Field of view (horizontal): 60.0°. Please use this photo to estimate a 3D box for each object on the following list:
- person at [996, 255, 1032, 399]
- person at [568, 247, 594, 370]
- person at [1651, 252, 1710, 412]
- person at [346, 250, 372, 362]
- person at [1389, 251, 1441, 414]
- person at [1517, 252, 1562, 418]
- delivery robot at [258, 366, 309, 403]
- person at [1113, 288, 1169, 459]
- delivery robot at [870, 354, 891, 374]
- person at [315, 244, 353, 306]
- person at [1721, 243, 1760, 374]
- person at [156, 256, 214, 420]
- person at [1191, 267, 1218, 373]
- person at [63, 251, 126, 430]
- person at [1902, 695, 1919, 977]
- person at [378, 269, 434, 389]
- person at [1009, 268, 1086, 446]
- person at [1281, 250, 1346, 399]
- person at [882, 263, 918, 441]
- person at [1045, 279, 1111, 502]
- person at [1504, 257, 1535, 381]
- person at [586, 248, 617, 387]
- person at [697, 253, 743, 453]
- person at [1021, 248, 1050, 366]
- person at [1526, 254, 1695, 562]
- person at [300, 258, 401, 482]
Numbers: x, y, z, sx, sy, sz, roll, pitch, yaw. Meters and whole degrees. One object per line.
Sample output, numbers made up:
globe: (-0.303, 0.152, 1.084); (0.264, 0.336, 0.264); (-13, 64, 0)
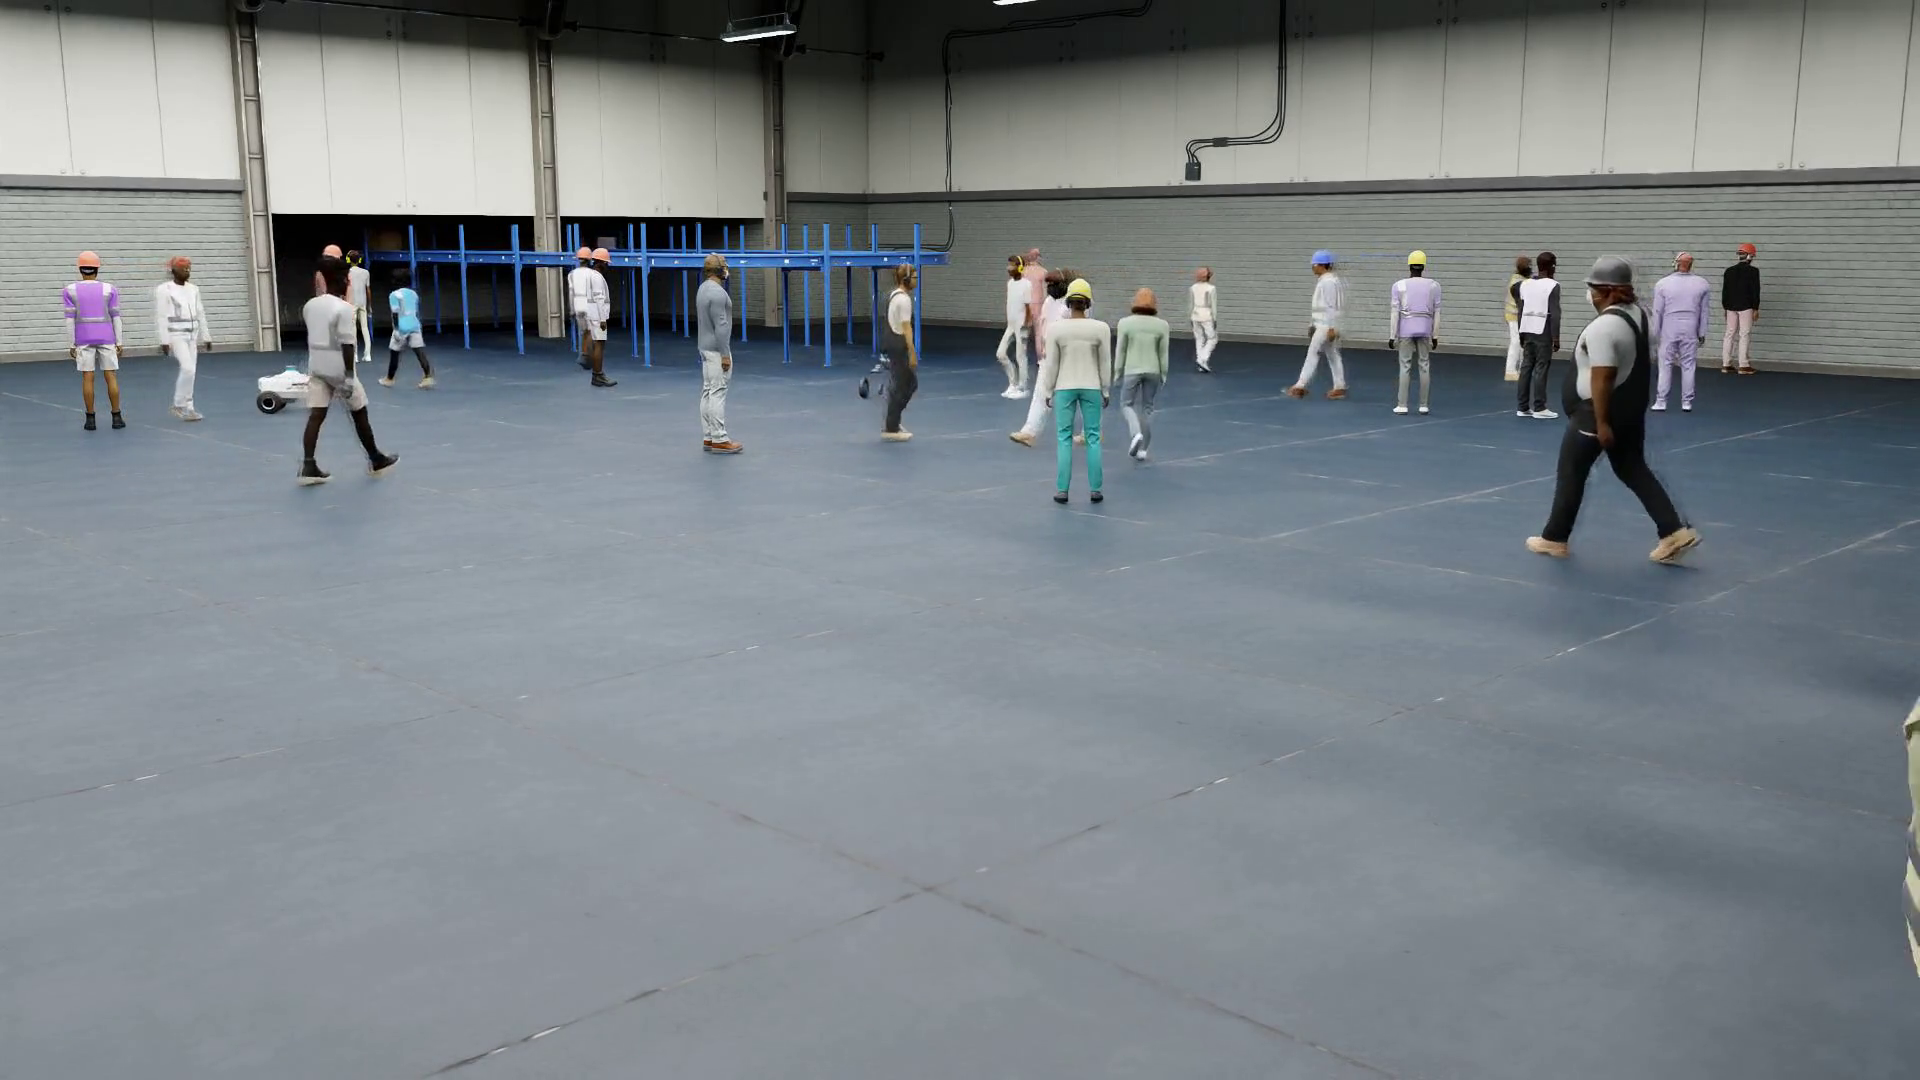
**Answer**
person: (0.705, -2.753, 21.541); (0.470, 1.853, 0.569); (-7, 12, -32)
person: (-5.973, -3.690, 26.516); (0.547, 1.955, 0.498); (4, 11, 21)
person: (8.643, -2.501, 20.018); (0.651, 1.912, 0.410); (2, 11, 8)
person: (-10.133, -3.921, 27.903); (0.515, 1.866, 0.318); (-10, 14, -43)
person: (5.388, -2.461, 19.756); (0.591, 1.926, 0.387); (0, 10, 1)
person: (6.737, -2.388, 19.385); (0.379, 1.917, 0.591); (-5, 12, -25)
delivery robot: (-8.086, -1.866, 20.117); (0.707, 0.478, 0.477); (-2, 11, -12)
person: (1.710, -1.550, 15.606); (0.525, 1.620, 0.456); (-1, 10, -6)
delivery robot: (-1.006, -2.339, 21.990); (0.335, 0.223, 0.698); (3, 11, 14)
person: (-9.405, -3.431, 24.914); (0.625, 1.974, 0.617); (5, 11, 25)
person: (12.025, -3.559, 25.582); (0.393, 1.986, 0.610); (-6, 12, -29)
person: (-8.838, -2.296, 18.997); (0.442, 1.869, 0.589); (3, 11, 15)
person: (3.756, -3.381, 25.579); (0.400, 1.635, 0.537); (-9, 14, -42)
person: (-9.493, -2.191, 18.259); (0.548, 1.937, 0.358); (-5, 12, -26)
person: (1.747, 0.743, 2.700); (0.692, 1.782, 0.411); (-8, 13, -36)
person: (-7.677, -2.918, 23.006); (0.887, 1.646, 0.548); (5, 11, 25)
person: (0.993, -1.829, 16.722); (0.994, 1.788, 0.626); (-6, 12, -31)
person: (4.602, -2.770, 21.500); (0.942, 1.900, 0.640); (1, 10, 6)
person: (-0.605, -1.935, 17.165); (0.448, 1.824, 0.528); (-2, 11, -12)
person: (0.934, -1.187, 13.249); (0.528, 1.767, 0.330); (0, 10, 0)
person: (8.200, -3.212, 24.233); (0.471, 1.799, 0.715); (8, 13, 36)
person: (-5.076, -3.149, 23.509); (0.370, 1.928, 0.543); (-4, 11, -22)
person: (-2.380, -1.835, 16.312); (0.372, 1.940, 0.629); (-5, 11, -24)
person: (1.204, -3.797, 27.123); (0.645, 1.916, 0.405); (6, 12, 30)
person: (4.291, -0.857, 10.818); (0.689, 2.000, 0.992); (-9, 13, -39)
person: (-5.382, -1.474, 14.412); (0.630, 1.914, 0.994); (5, 12, 26)
